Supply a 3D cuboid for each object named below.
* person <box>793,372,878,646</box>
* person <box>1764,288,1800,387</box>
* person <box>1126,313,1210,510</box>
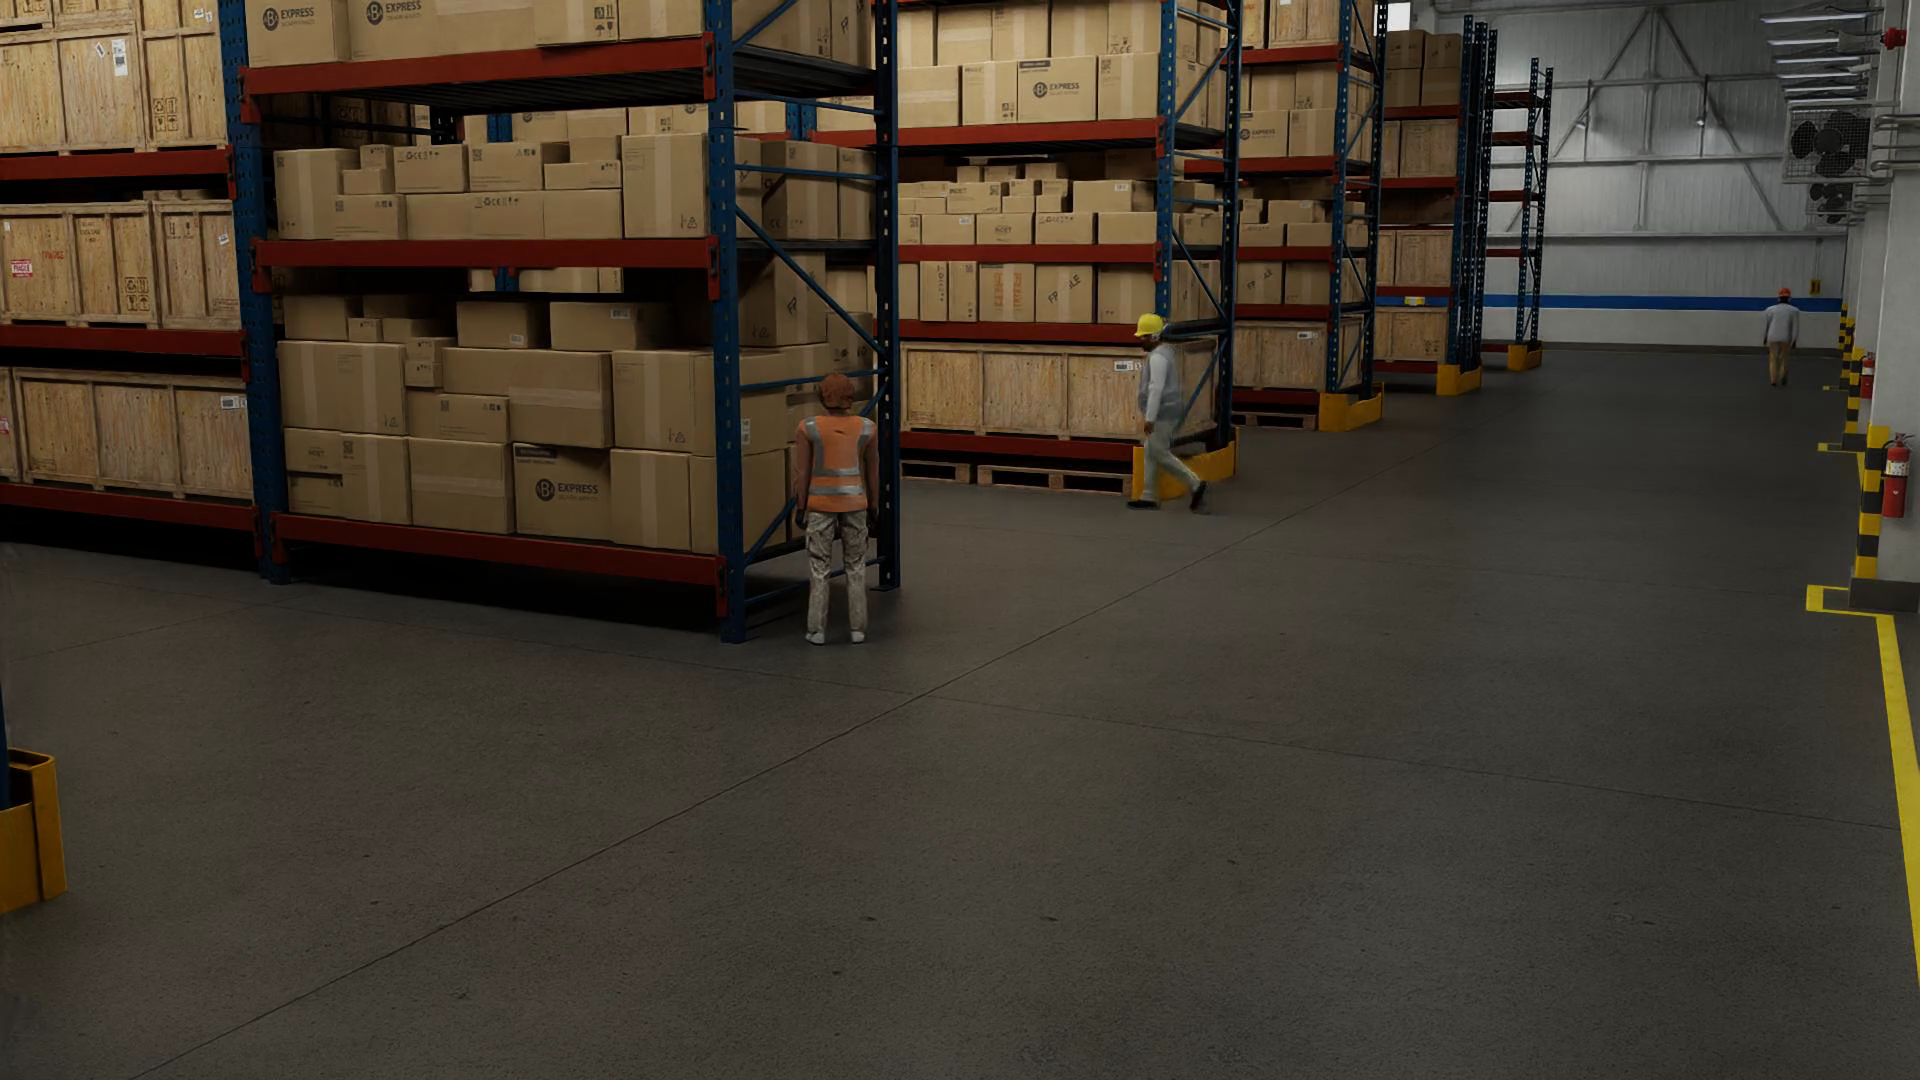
[{"bbox_3d":[-0.736,-0.177,9.892,0.518,1.632,0.314,-3,10,-16],"label":"person"},{"bbox_3d":[14.427,-3.557,29.221,0.570,1.711,0.842,5,11,28],"label":"person"},{"bbox_3d":[1.883,-1.134,14.944,0.701,1.799,0.613,2,10,9],"label":"person"}]
